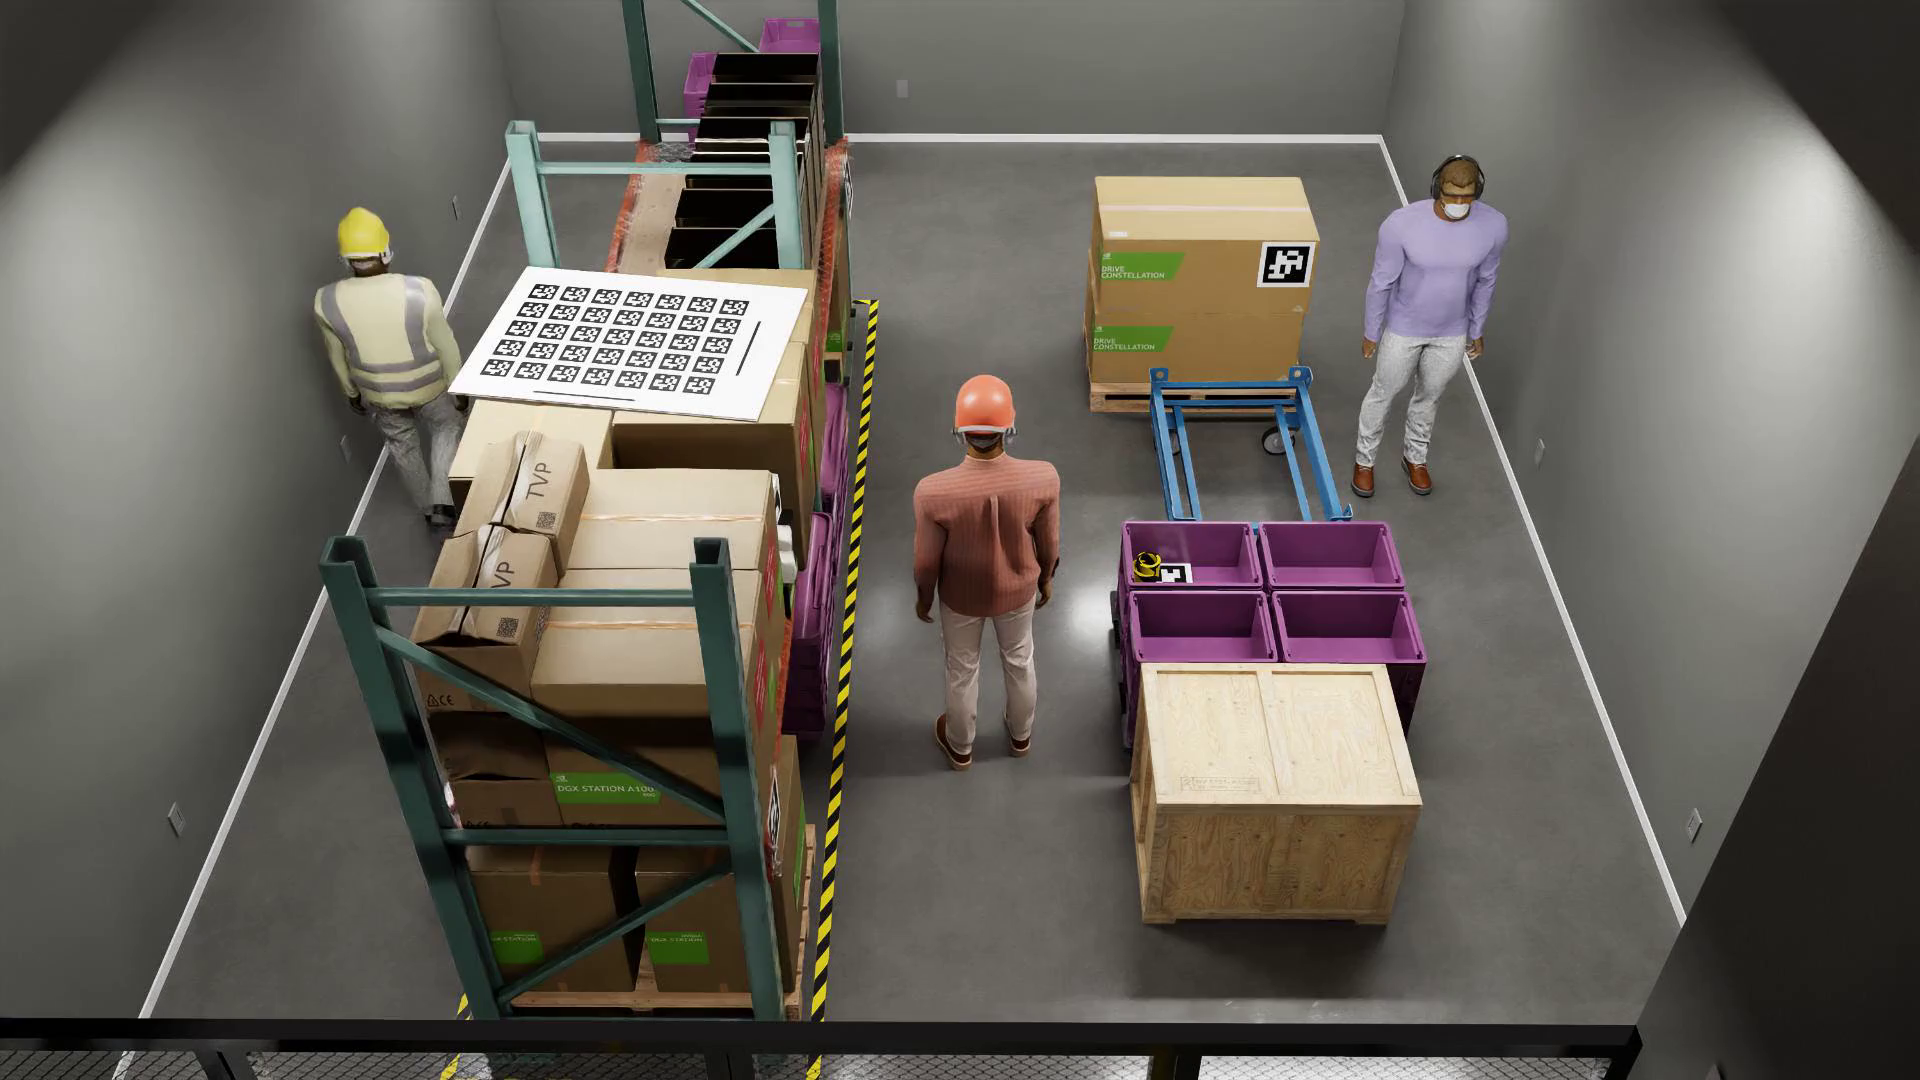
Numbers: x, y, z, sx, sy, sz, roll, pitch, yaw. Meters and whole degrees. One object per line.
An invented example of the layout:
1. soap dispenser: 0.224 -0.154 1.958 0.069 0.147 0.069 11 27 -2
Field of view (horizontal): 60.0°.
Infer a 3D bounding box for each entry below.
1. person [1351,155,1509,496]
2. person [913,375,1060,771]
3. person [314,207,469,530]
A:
1. person: 2.323 -1.055 8.317 0.637 1.938 0.355 -1 41 -2
2. person: 0.104 0.174 6.879 0.608 1.987 0.386 -9 42 -10
3. person: -2.714 -0.776 8.085 0.617 1.818 0.431 -5 42 -6
